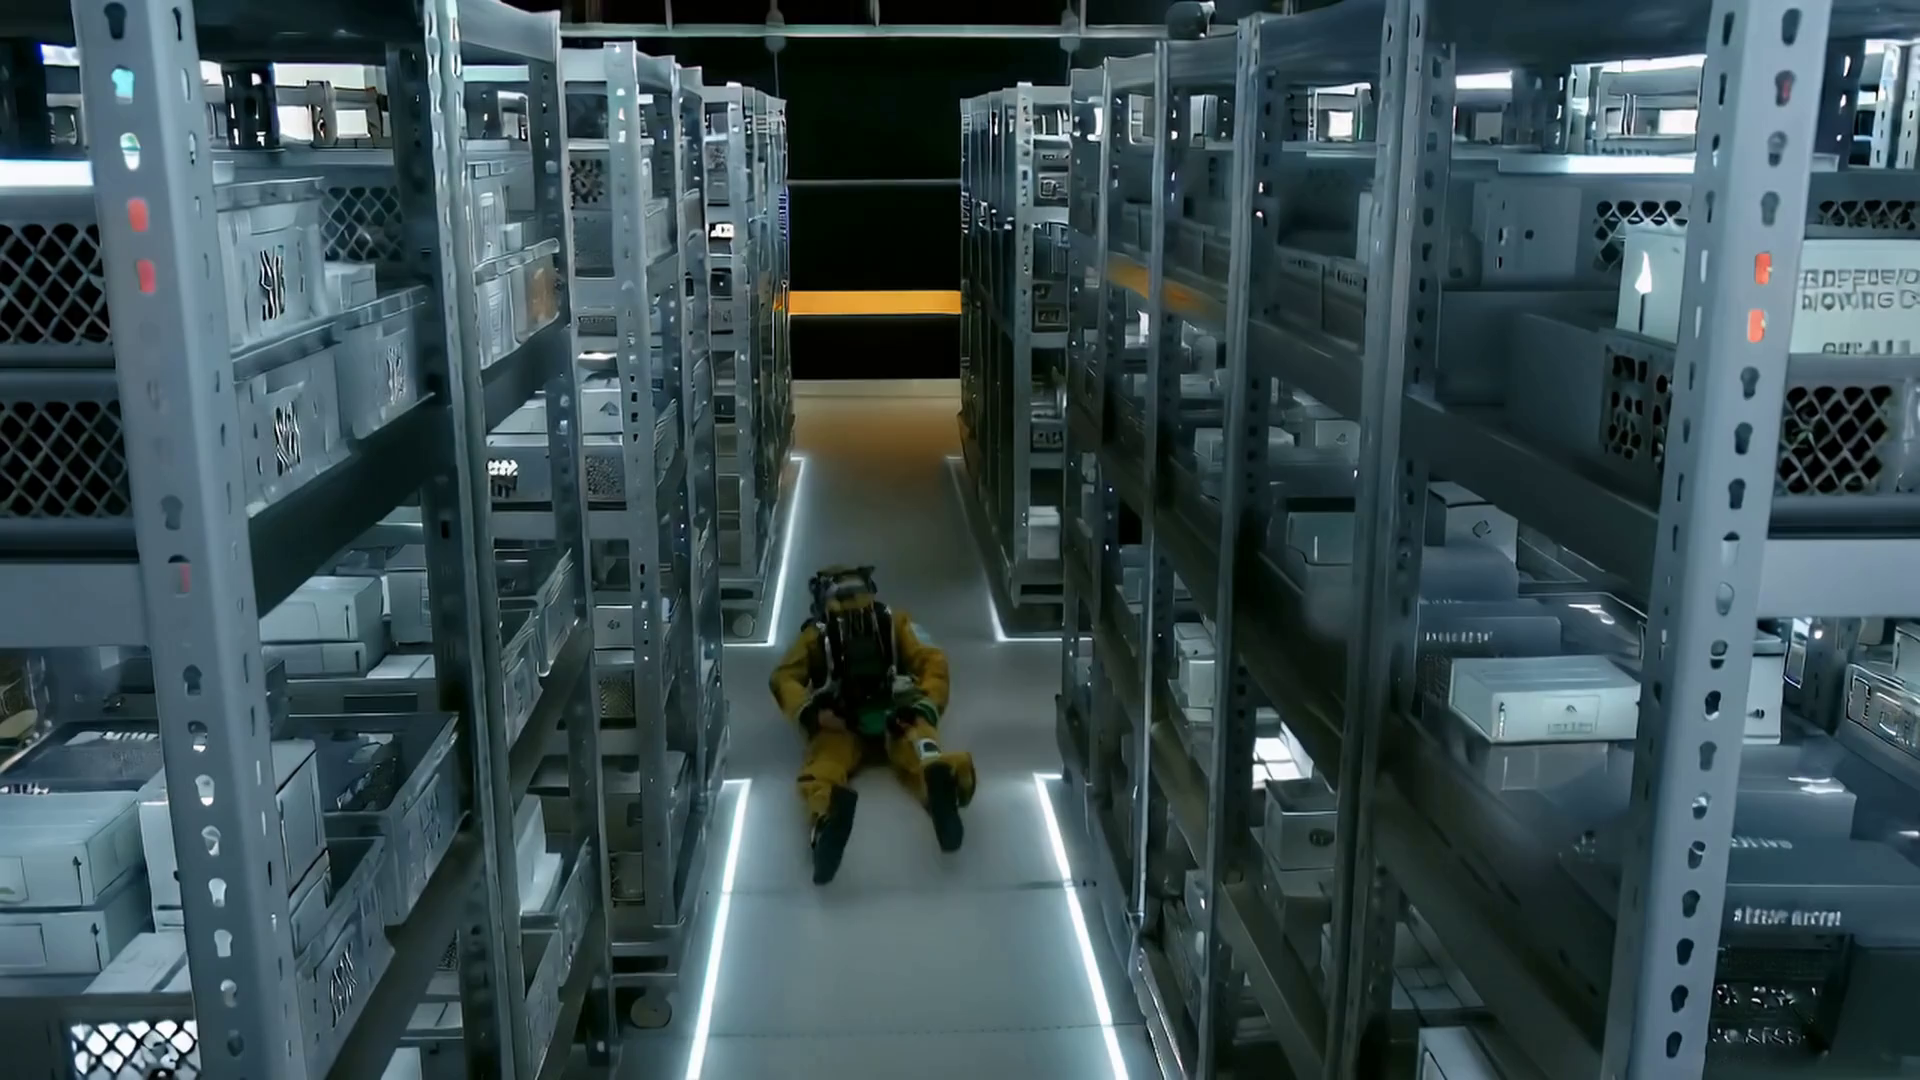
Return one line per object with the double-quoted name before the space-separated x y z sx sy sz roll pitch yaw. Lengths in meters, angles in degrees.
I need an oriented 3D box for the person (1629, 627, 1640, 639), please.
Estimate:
"person" 4.779 -0.148 10.646 0.988 1.792 0.593 -1 14 -3
